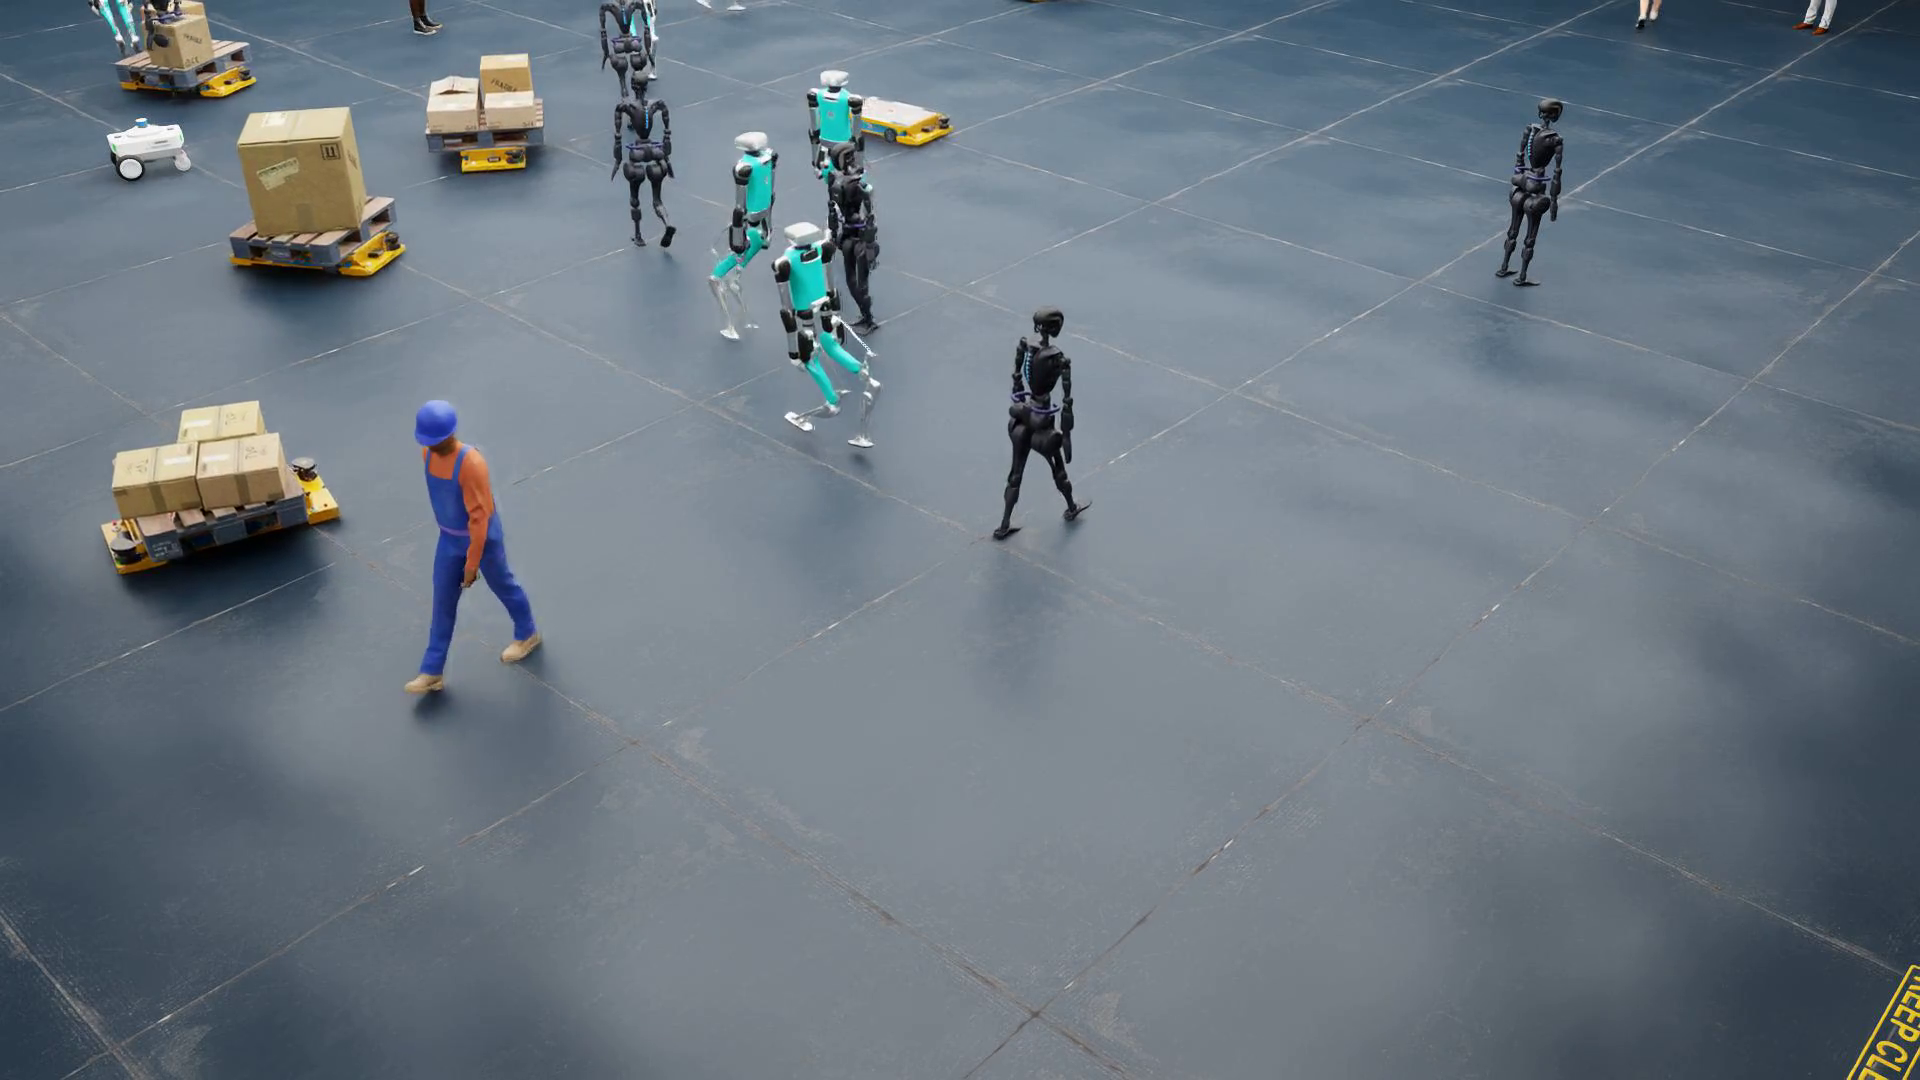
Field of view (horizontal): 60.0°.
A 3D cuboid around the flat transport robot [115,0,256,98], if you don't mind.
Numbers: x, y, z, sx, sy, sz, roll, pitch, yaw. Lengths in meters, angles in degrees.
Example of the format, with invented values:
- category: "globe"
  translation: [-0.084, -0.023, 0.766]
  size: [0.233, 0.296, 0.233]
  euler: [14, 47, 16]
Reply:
- category: "flat transport robot"
  translation: [-9.362, -5.591, 20.157]
  size: [1.431, 0.231, 0.659]
  euler: [9, 33, 14]

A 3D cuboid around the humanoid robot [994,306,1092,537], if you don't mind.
- category: "humanoid robot"
  translation: [0.556, -0.814, 11.156]
  size: [0.747, 1.632, 0.587]
  euler: [-25, 40, -34]

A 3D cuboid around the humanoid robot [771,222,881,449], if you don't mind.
- category: "humanoid robot"
  translation: [-0.910, -1.386, 12.029]
  size: [1.046, 1.741, 0.548]
  euler: [25, 40, 34]

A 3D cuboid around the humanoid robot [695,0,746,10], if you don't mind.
- category: "humanoid robot"
  translation: [-3.215, -8.021, 22.689]
  size: [1.019, 1.728, 0.539]
  euler: [9, 33, 14]

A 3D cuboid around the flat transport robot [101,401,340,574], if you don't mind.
- category: "flat transport robot"
  translation: [-5.088, -0.175, 11.436]
  size: [1.431, 0.231, 0.659]
  euler: [-19, 36, -27]

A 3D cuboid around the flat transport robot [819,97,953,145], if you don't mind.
- category: "flat transport robot"
  translation: [-0.840, -4.748, 18.800]
  size: [1.431, 0.231, 0.659]
  euler: [21, 38, 30]

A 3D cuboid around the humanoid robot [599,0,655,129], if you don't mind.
- category: "humanoid robot"
  translation: [-3.732, -5.464, 18.672]
  size: [0.593, 1.663, 0.719]
  euler: [-9, 33, -14]

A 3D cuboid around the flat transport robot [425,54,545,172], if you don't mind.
- category: "flat transport robot"
  translation: [-5.126, -4.335, 18.135]
  size: [0.659, 0.231, 1.431]
  euler: [-6, 32, -10]

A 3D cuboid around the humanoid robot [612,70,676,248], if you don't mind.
- category: "humanoid robot"
  translation: [-2.930, -3.519, 15.505]
  size: [0.601, 1.636, 0.603]
  euler: [-17, 36, -25]

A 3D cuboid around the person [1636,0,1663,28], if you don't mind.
- category: "person"
  translation: [9.397, -7.821, 22.265]
  size: [0.507, 1.831, 0.933]
  euler: [11, 33, 17]

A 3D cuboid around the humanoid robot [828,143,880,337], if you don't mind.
- category: "humanoid robot"
  translation: [-0.849, -2.527, 13.904]
  size: [0.429, 1.642, 0.590]
  euler: [-27, 41, -36]

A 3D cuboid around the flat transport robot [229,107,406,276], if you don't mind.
- category: "flat transport robot"
  translation: [-5.996, -2.728, 15.547]
  size: [1.431, 0.231, 0.659]
  euler: [7, 32, 11]

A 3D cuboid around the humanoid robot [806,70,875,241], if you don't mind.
- category: "humanoid robot"
  translation: [-1.043, -3.586, 15.613]
  size: [0.541, 1.805, 0.866]
  euler: [10, 33, 16]

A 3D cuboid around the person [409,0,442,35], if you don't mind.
- category: "person"
  translation: [-7.194, -7.715, 21.972]
  size: [0.364, 1.961, 0.611]
  euler: [1, 32, 2]

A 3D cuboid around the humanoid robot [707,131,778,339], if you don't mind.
- category: "humanoid robot"
  translation: [-1.867, -2.538, 13.866]
  size: [0.713, 1.804, 0.530]
  euler: [15, 35, 23]

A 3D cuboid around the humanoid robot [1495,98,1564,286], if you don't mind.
- category: "humanoid robot"
  translation: [5.106, -3.119, 14.828]
  size: [0.315, 1.657, 0.599]
  euler: [-11, 34, -18]

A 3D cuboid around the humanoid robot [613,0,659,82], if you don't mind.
- category: "humanoid robot"
  translation: [-3.843, -6.290, 19.950]
  size: [0.531, 1.753, 1.043]
  euler: [-11, 33, -17]

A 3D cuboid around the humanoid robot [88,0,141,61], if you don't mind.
- category: "humanoid robot"
  translation: [-10.371, -6.586, 20.388]
  size: [0.544, 1.795, 0.723]
  euler: [-20, 37, -29]

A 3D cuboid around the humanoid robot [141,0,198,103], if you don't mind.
- category: "humanoid robot"
  translation: [-9.279, -5.973, 19.428]
  size: [0.337, 1.648, 0.615]
  euler: [10, 33, 16]

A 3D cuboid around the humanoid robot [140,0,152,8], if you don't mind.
- category: "humanoid robot"
  translation: [-11.107, -8.109, 22.840]
  size: [0.967, 1.767, 0.532]
  euler: [16, 35, 24]

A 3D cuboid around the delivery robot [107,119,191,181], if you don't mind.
- category: "delivery robot"
  translation: [-8.586, -4.138, 17.544]
  size: [0.774, 0.592, 0.499]
  euler: [-17, 36, -25]

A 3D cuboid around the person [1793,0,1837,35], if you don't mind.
- category: "person"
  translation: [11.503, -7.628, 21.957]
  size: [0.364, 1.833, 0.502]
  euler: [-13, 34, -19]

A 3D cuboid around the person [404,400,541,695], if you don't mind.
- category: "person"
  translation: [-2.879, 0.033, 9.604]
  size: [0.503, 1.851, 0.941]
  euler: [15, 35, 23]
